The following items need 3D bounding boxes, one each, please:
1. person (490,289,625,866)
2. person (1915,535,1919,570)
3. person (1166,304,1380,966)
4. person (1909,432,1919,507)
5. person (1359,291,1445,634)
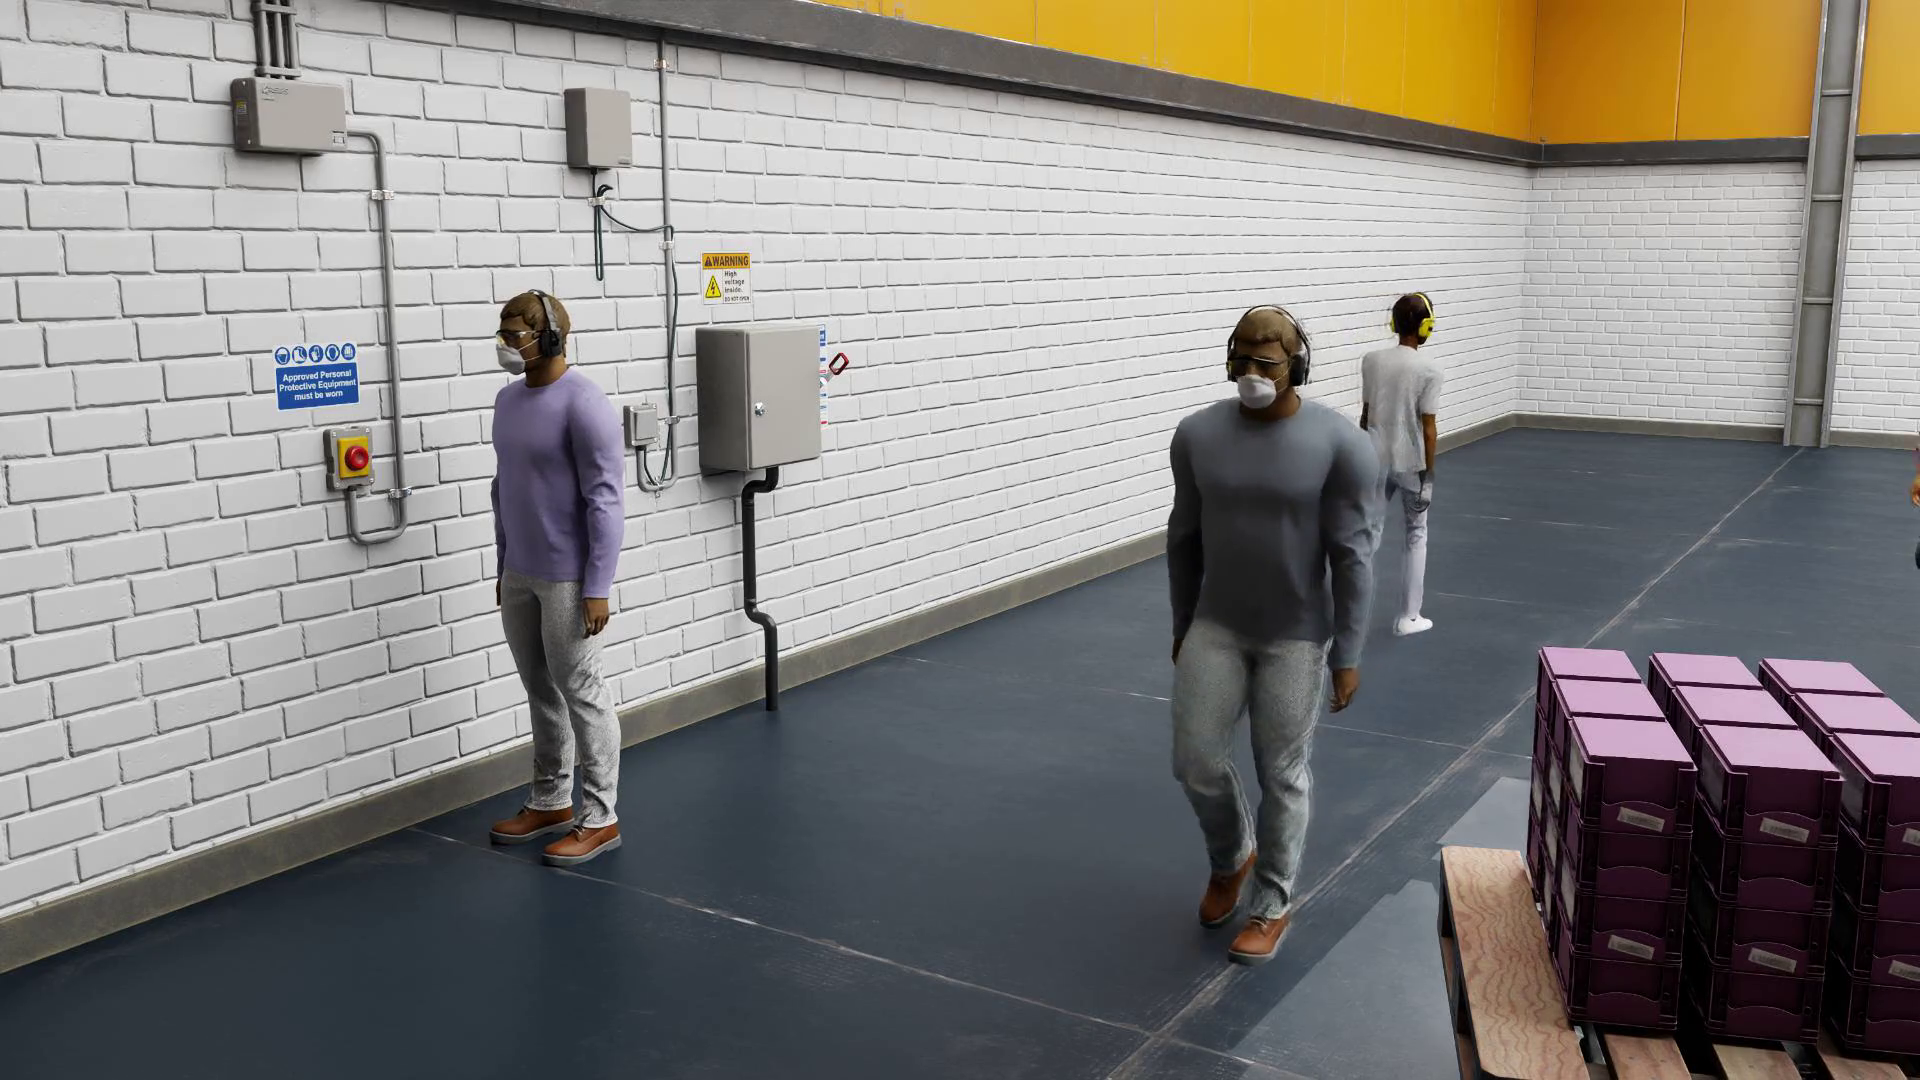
[{"bbox_3d":[-1.385,0.126,5.650,0.636,1.938,0.358,9,14,42],"label":"person"},{"bbox_3d":[4.294,-0.034,6.763,0.982,1.867,0.660,-8,13,-37],"label":"person"},{"bbox_3d":[0.865,0.287,4.807,0.644,1.920,0.437,6,12,29],"label":"person"},{"bbox_3d":[4.939,-0.312,8.024,0.978,1.947,0.611,-9,13,-39],"label":"person"},{"bbox_3d":[2.231,-0.370,8.678,0.526,1.843,0.826,9,14,41],"label":"person"}]
